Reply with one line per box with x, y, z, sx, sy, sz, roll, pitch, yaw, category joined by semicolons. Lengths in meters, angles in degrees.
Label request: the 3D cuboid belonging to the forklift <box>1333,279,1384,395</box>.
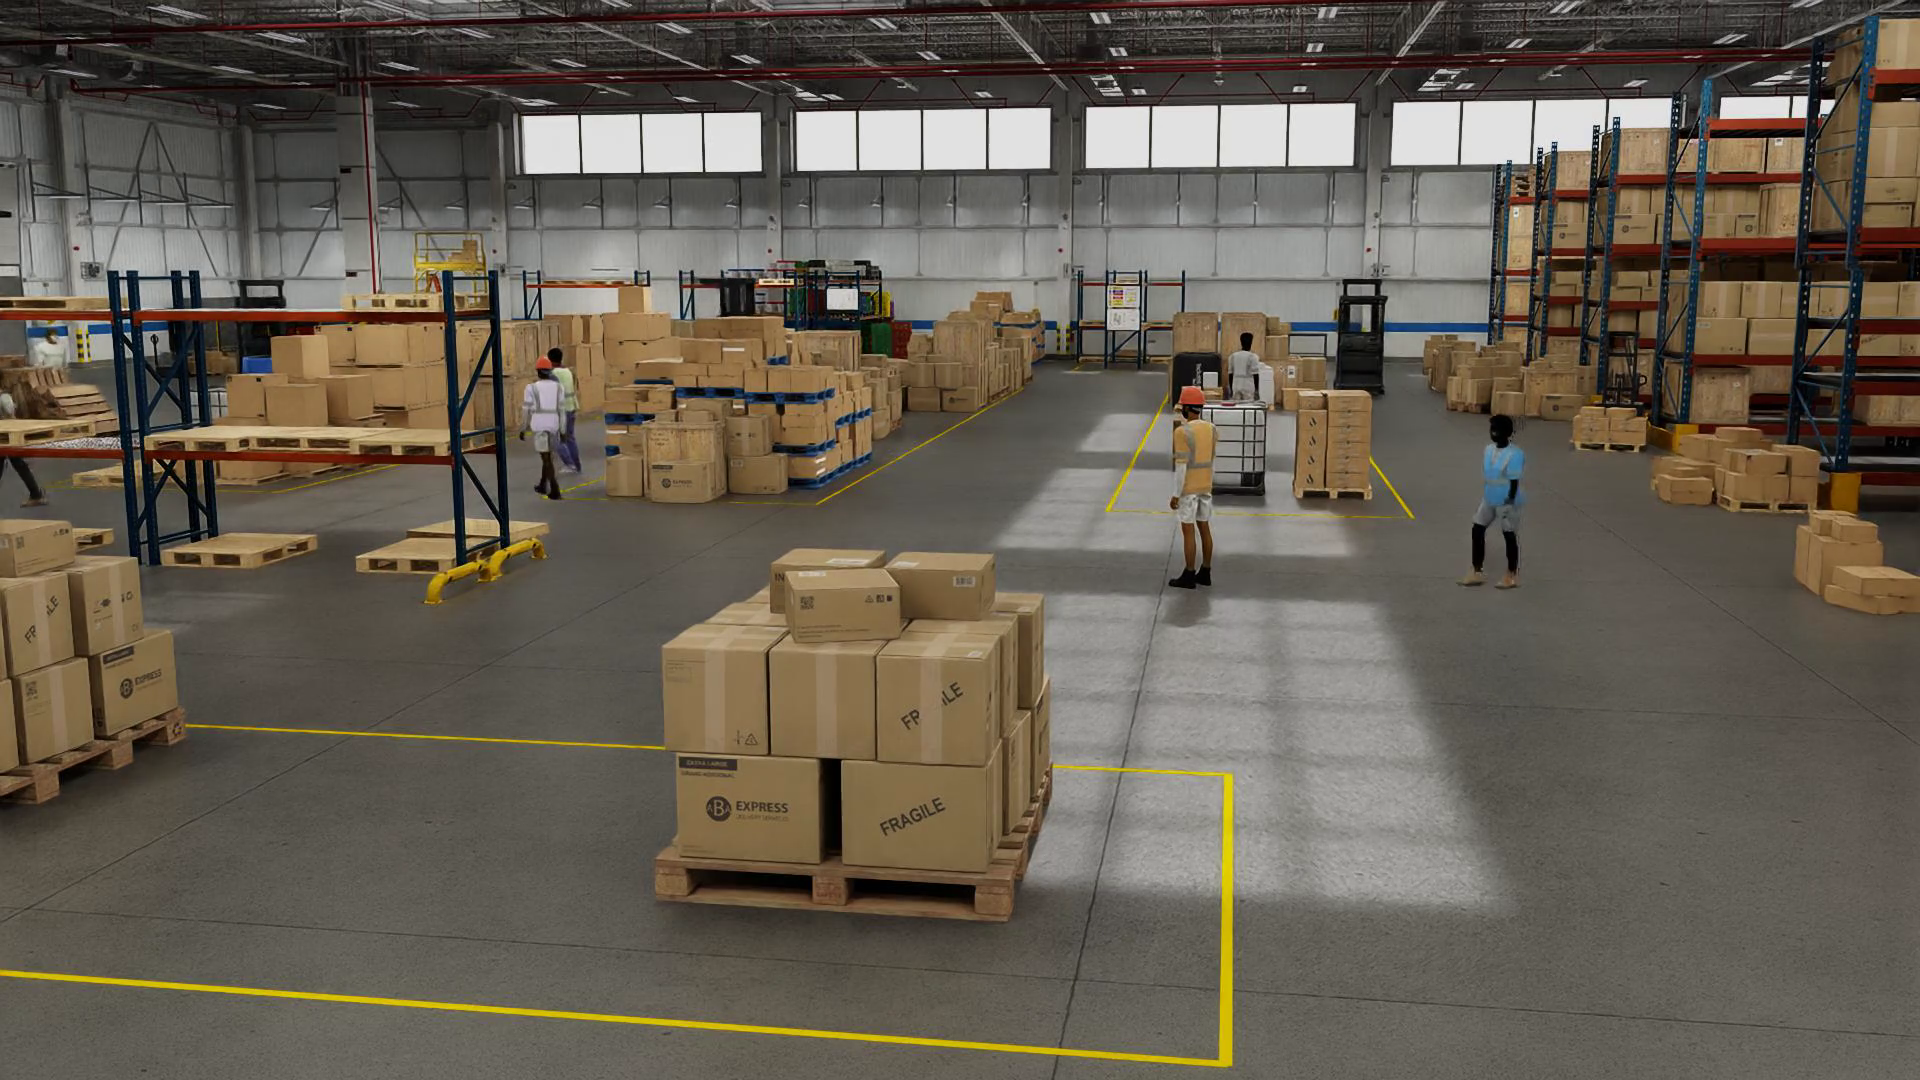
9.831;-5.025;40.908;1.129;2.768;1.873;1;9;9;forklift

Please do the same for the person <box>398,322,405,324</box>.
-15.199;-5.243;45.362;0.411;1.878;0.582;-3;10;-18;person

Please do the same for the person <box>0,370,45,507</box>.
-12.187;-1.278;21.136;0.948;1.798;0.514;-7;11;-35;person

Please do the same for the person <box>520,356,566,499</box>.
-5.545;-1.502;22.245;0.564;1.896;0.984;-7;12;-38;person

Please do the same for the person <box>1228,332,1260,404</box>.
4.946;-2.625;28.911;0.600;1.967;0.368;8;12;42;person

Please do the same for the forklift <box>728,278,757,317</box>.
-5.825;-5.661;44.830;1.873;2.768;1.129;4;10;24;forklift

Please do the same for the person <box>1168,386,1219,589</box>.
2.215;-0.502;15.908;0.542;1.939;0.369;-7;12;-39;person

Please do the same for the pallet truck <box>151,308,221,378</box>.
-21.869;-5.598;47.154;0.823;1.965;1.885;4;10;26;pallet truck

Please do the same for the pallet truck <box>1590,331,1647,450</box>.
11.253;-2.573;28.499;0.823;1.965;1.885;5;10;27;pallet truck

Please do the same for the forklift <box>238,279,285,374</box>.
-15.763;-4.510;37.729;1.129;2.768;1.873;-5;11;-29;forklift

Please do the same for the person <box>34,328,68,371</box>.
-18.125;-3.286;33.197;0.926;1.907;0.629;8;12;40;person

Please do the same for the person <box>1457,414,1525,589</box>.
5.053;-0.348;15.757;0.674;1.673;0.545;-4;10;-25;person

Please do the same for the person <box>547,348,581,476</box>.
-5.893;-1.898;24.702;0.466;1.889;0.624;1;9;8;person
